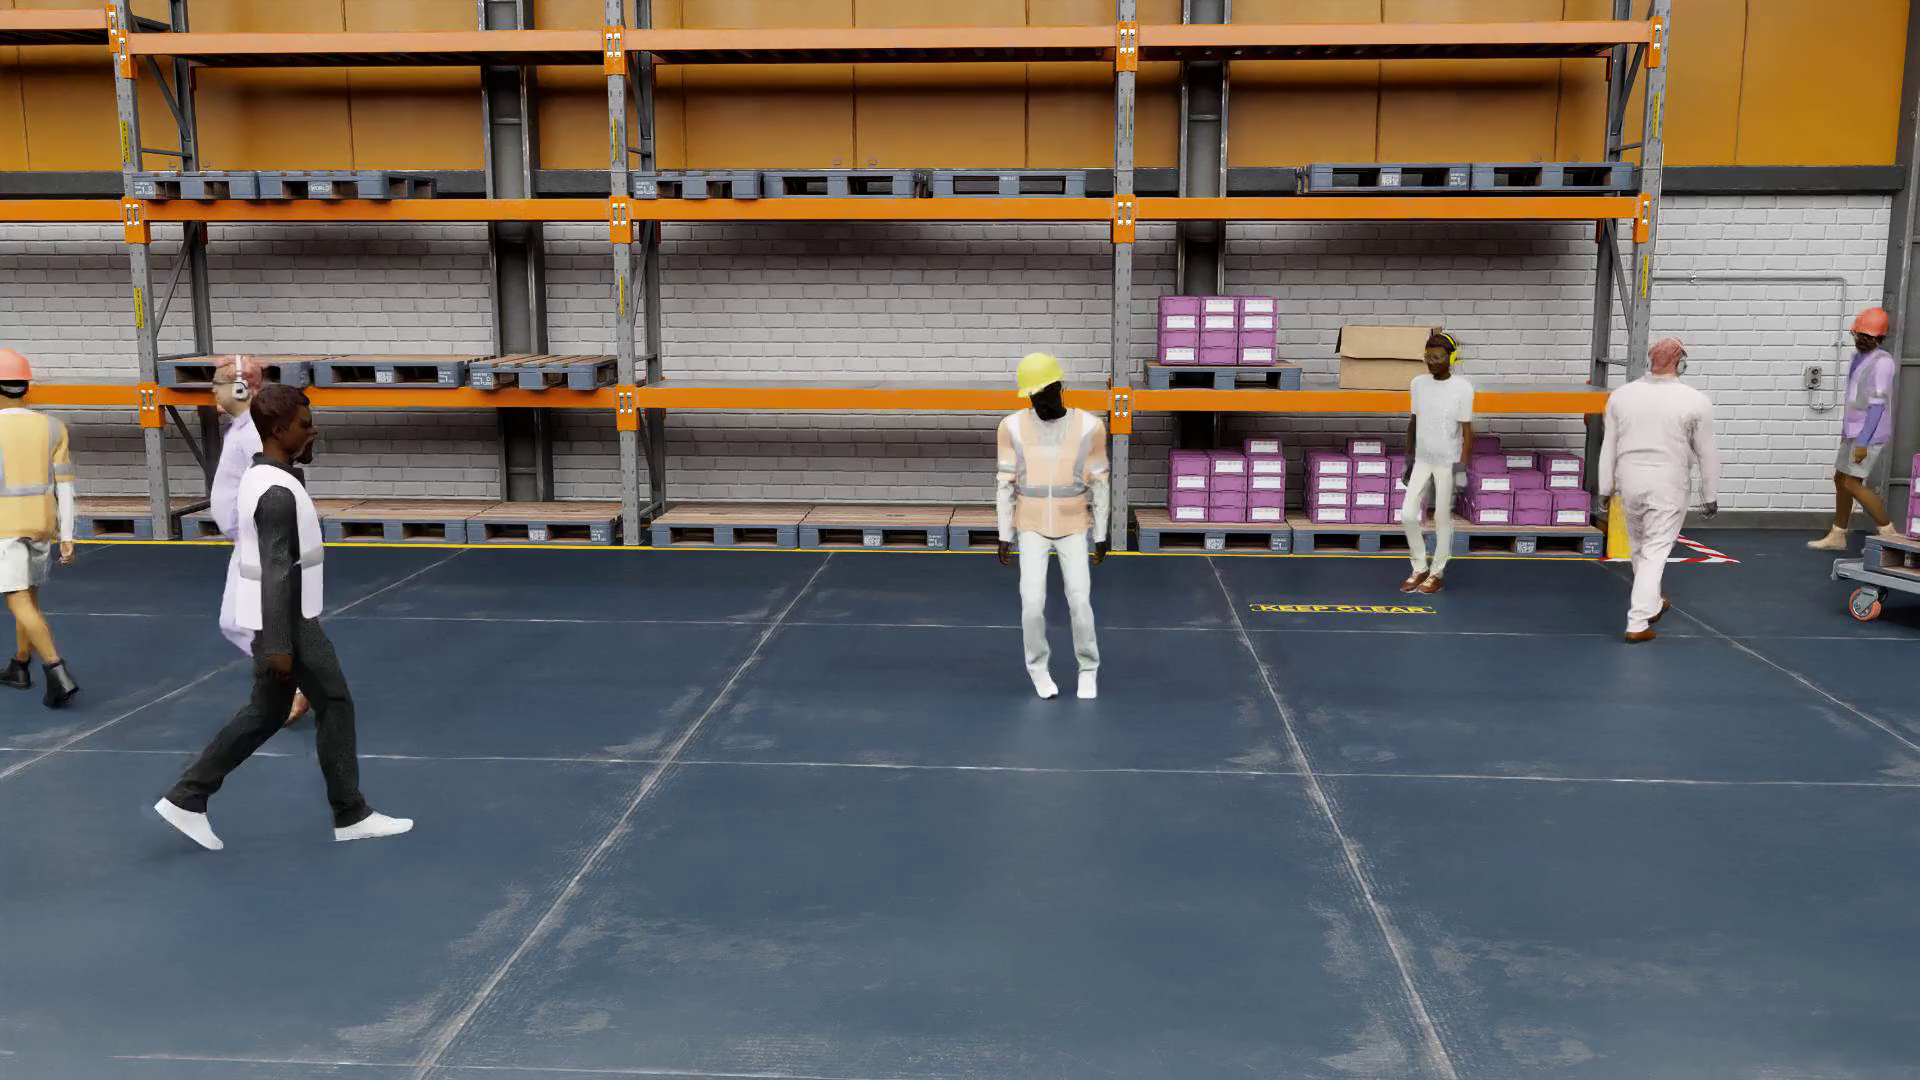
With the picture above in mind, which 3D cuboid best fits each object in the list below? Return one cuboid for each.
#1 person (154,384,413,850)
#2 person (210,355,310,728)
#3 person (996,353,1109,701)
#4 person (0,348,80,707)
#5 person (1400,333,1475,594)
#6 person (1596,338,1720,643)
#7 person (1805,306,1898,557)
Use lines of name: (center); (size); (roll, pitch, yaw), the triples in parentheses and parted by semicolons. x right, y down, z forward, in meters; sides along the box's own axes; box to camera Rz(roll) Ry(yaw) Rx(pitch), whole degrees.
person: (-2.749, 0.320, 6.627); (0.898, 1.891, 0.599); (-5, 11, -25)
person: (-3.535, 0.024, 8.341); (0.411, 1.896, 0.664); (-4, 10, -21)
person: (0.492, -0.063, 8.889); (0.596, 1.879, 0.460); (1, 10, 5)
person: (-5.005, -0.069, 8.885); (0.961, 1.904, 0.555); (6, 11, 32)
person: (3.297, -0.519, 11.634); (0.575, 1.847, 0.520); (9, 13, 44)
person: (4.420, -0.322, 10.415); (0.932, 1.864, 0.679); (-9, 13, -42)
person: (7.168, -0.846, 13.133); (0.546, 2.002, 0.659); (2, 10, 11)
